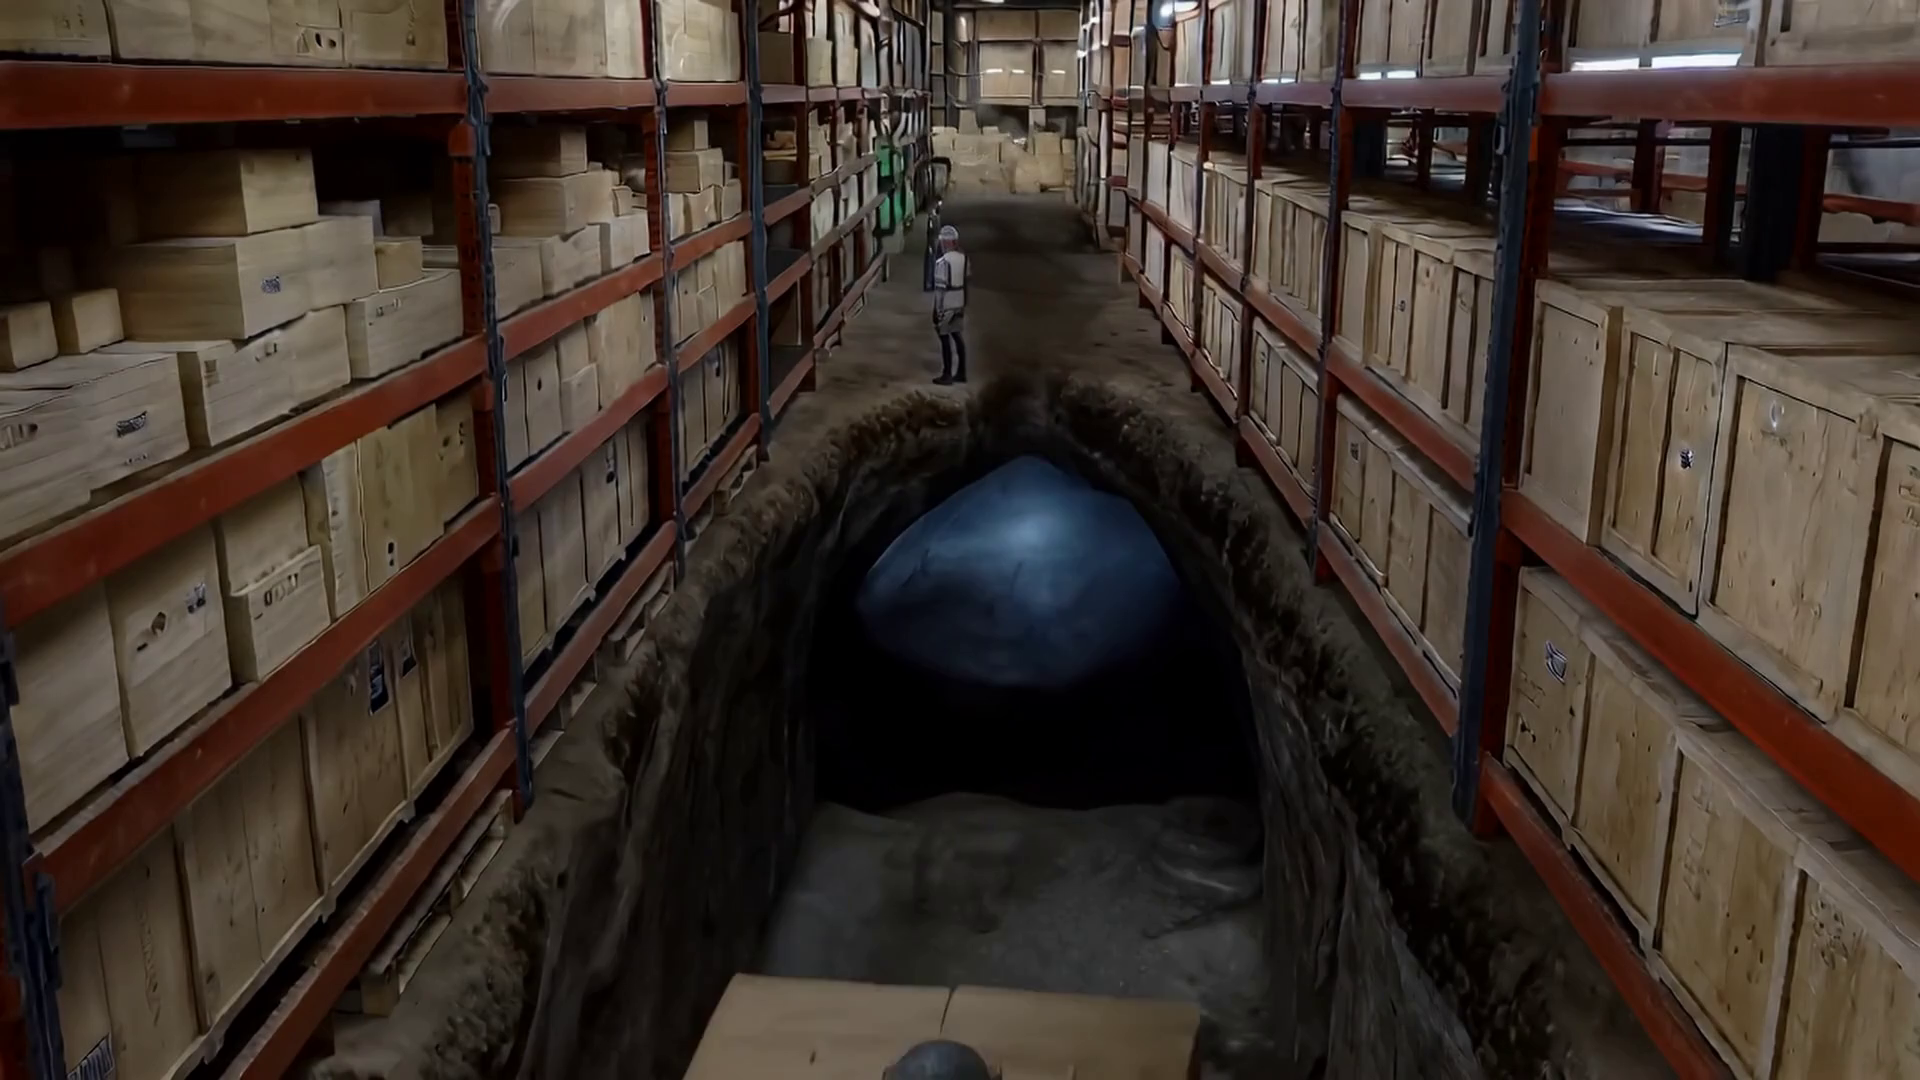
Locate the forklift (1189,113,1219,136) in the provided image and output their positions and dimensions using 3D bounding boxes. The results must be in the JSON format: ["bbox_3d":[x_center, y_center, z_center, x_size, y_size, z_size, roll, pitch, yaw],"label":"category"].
[{"bbox_3d":[8.084,-12.809,55.450,1.129,2.768,1.873,1,15,2],"label":"forklift"}]

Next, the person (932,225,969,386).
[{"bbox_3d":[-0.139,-2.839,20.173,0.383,1.929,0.538,13,20,39],"label":"person"}]

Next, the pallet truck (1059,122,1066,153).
[{"bbox_3d":[5.788,-21.111,88.014,1.885,1.965,0.823,5,16,18],"label":"pallet truck"}]

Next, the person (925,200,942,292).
[{"bbox_3d":[-0.469,-5.235,29.654,0.280,1.625,0.492,7,16,23],"label":"person"}]

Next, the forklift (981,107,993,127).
[{"bbox_3d":[1.322,-19.861,81.690,1.873,2.768,1.129,-4,16,-15],"label":"forklift"}]

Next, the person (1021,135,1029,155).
[{"bbox_3d":[2.441,-14.419,63.257,0.412,1.919,0.575,-5,16,-17],"label":"person"}]

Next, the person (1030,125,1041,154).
[{"bbox_3d":[3.938,-20.685,86.680,0.620,1.868,1.009,1,15,3],"label":"person"}]
